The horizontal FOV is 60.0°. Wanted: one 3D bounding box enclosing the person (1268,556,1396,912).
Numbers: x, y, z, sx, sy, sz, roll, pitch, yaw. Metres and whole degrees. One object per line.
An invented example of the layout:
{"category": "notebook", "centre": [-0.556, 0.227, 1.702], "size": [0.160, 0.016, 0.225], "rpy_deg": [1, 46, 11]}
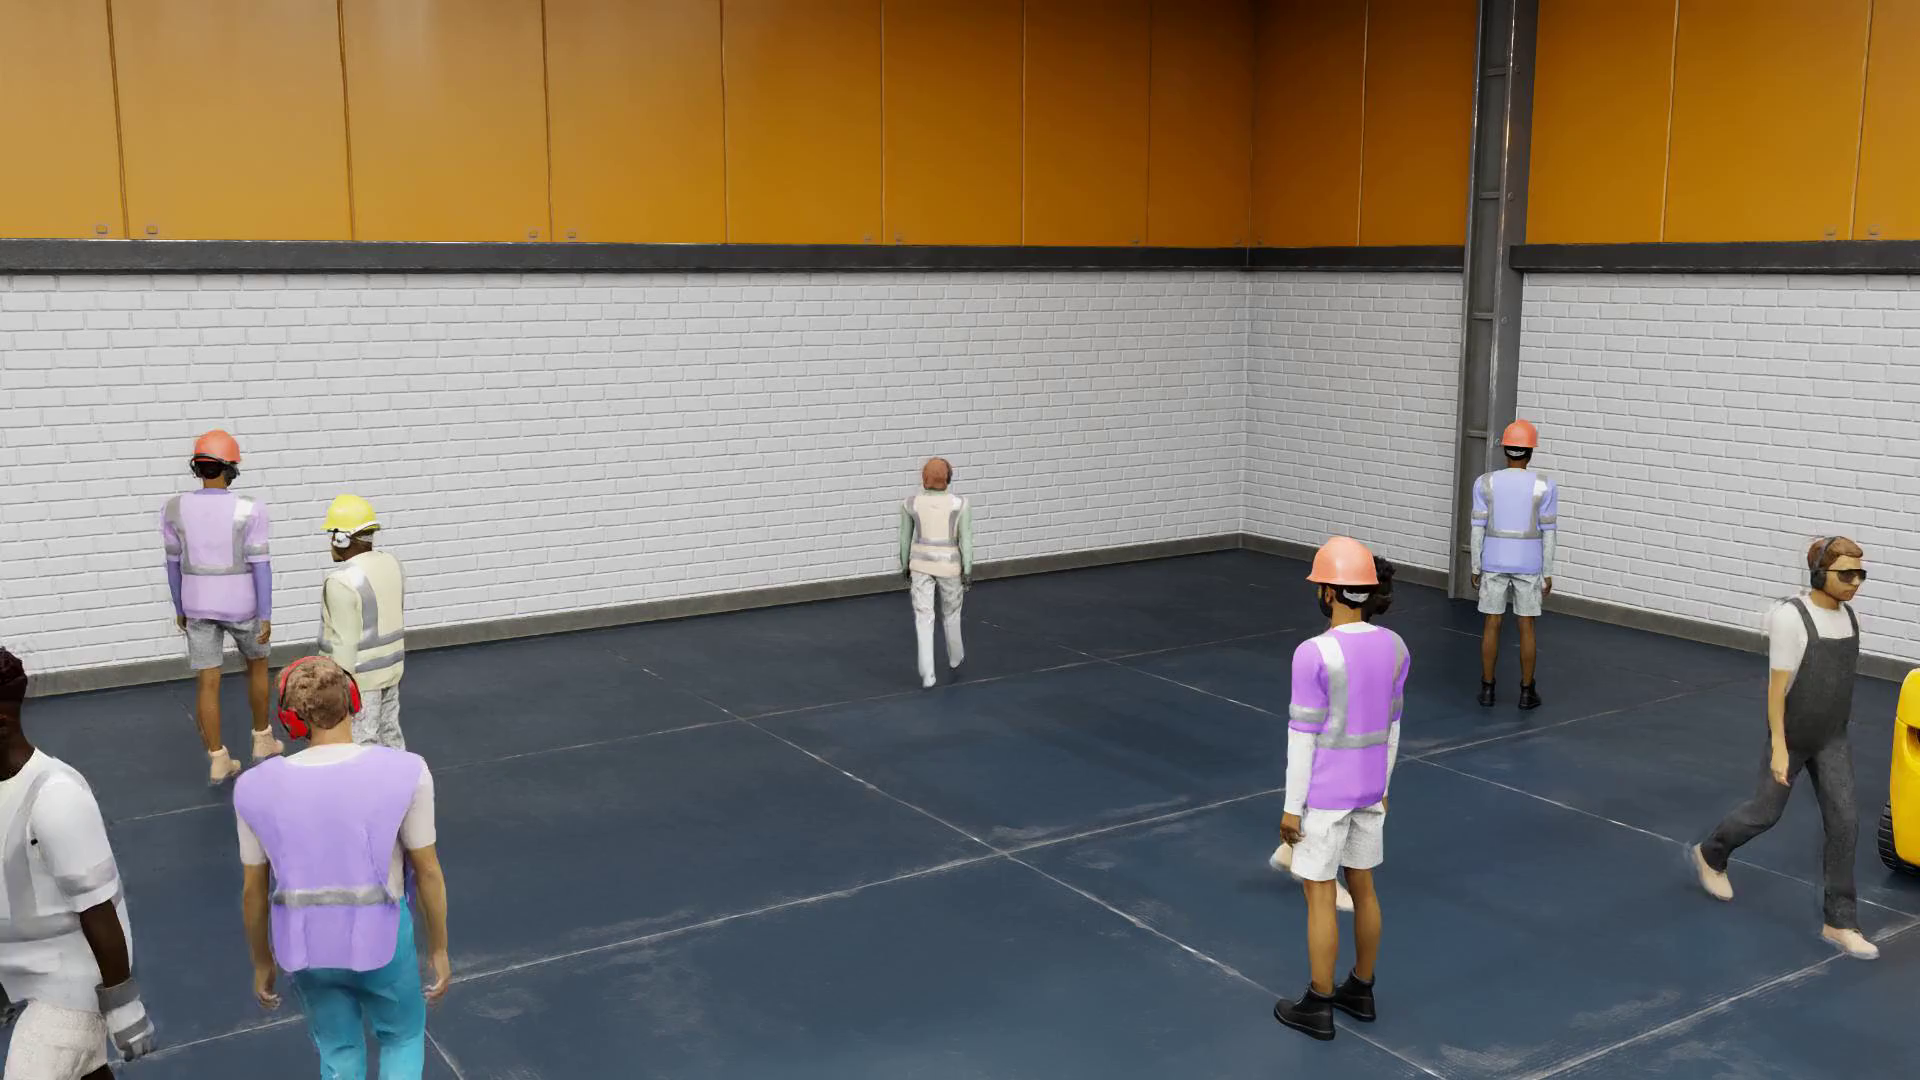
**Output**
{"category": "person", "centre": [1.718, 0.881, 7.604], "size": [0.479, 1.670, 0.542], "rpy_deg": [2, 10, 12]}

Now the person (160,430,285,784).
{"category": "person", "centre": [-4.265, 0.368, 9.678], "size": [0.610, 2.019, 0.763], "rpy_deg": [-1, 10, -8]}

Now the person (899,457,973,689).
{"category": "person", "centre": [-0.158, 0.210, 11.834], "size": [0.544, 1.595, 0.830], "rpy_deg": [1, 9, 7]}

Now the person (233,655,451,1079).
{"category": "person", "centre": [-1.843, 1.237, 5.018], "size": [0.592, 1.818, 0.455], "rpy_deg": [-1, 9, -6]}

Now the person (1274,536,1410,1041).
{"category": "person", "centre": [1.453, 0.949, 6.420], "size": [0.541, 1.933, 0.381], "rpy_deg": [-6, 11, -32]}

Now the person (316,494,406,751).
{"category": "person", "centre": [-2.996, 0.680, 8.340], "size": [0.404, 1.829, 0.600], "rpy_deg": [2, 10, 10]}

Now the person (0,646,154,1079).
{"category": "person", "centre": [-2.550, 1.237, 4.703], "size": [0.623, 1.921, 0.669], "rpy_deg": [-9, 13, -44]}

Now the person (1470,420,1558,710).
{"category": "person", "centre": [3.693, 0.164, 11.126], "size": [0.548, 1.937, 0.379], "rpy_deg": [4, 10, 24]}

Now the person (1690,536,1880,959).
{"category": "person", "centre": [3.700, 0.852, 7.391], "size": [0.524, 1.812, 0.916], "rpy_deg": [-3, 10, -15]}

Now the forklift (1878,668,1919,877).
{"category": "forklift", "centre": [5.511, 0.571, 7.906], "size": [2.313, 2.155, 1.214], "rpy_deg": [-6, 11, -33]}
